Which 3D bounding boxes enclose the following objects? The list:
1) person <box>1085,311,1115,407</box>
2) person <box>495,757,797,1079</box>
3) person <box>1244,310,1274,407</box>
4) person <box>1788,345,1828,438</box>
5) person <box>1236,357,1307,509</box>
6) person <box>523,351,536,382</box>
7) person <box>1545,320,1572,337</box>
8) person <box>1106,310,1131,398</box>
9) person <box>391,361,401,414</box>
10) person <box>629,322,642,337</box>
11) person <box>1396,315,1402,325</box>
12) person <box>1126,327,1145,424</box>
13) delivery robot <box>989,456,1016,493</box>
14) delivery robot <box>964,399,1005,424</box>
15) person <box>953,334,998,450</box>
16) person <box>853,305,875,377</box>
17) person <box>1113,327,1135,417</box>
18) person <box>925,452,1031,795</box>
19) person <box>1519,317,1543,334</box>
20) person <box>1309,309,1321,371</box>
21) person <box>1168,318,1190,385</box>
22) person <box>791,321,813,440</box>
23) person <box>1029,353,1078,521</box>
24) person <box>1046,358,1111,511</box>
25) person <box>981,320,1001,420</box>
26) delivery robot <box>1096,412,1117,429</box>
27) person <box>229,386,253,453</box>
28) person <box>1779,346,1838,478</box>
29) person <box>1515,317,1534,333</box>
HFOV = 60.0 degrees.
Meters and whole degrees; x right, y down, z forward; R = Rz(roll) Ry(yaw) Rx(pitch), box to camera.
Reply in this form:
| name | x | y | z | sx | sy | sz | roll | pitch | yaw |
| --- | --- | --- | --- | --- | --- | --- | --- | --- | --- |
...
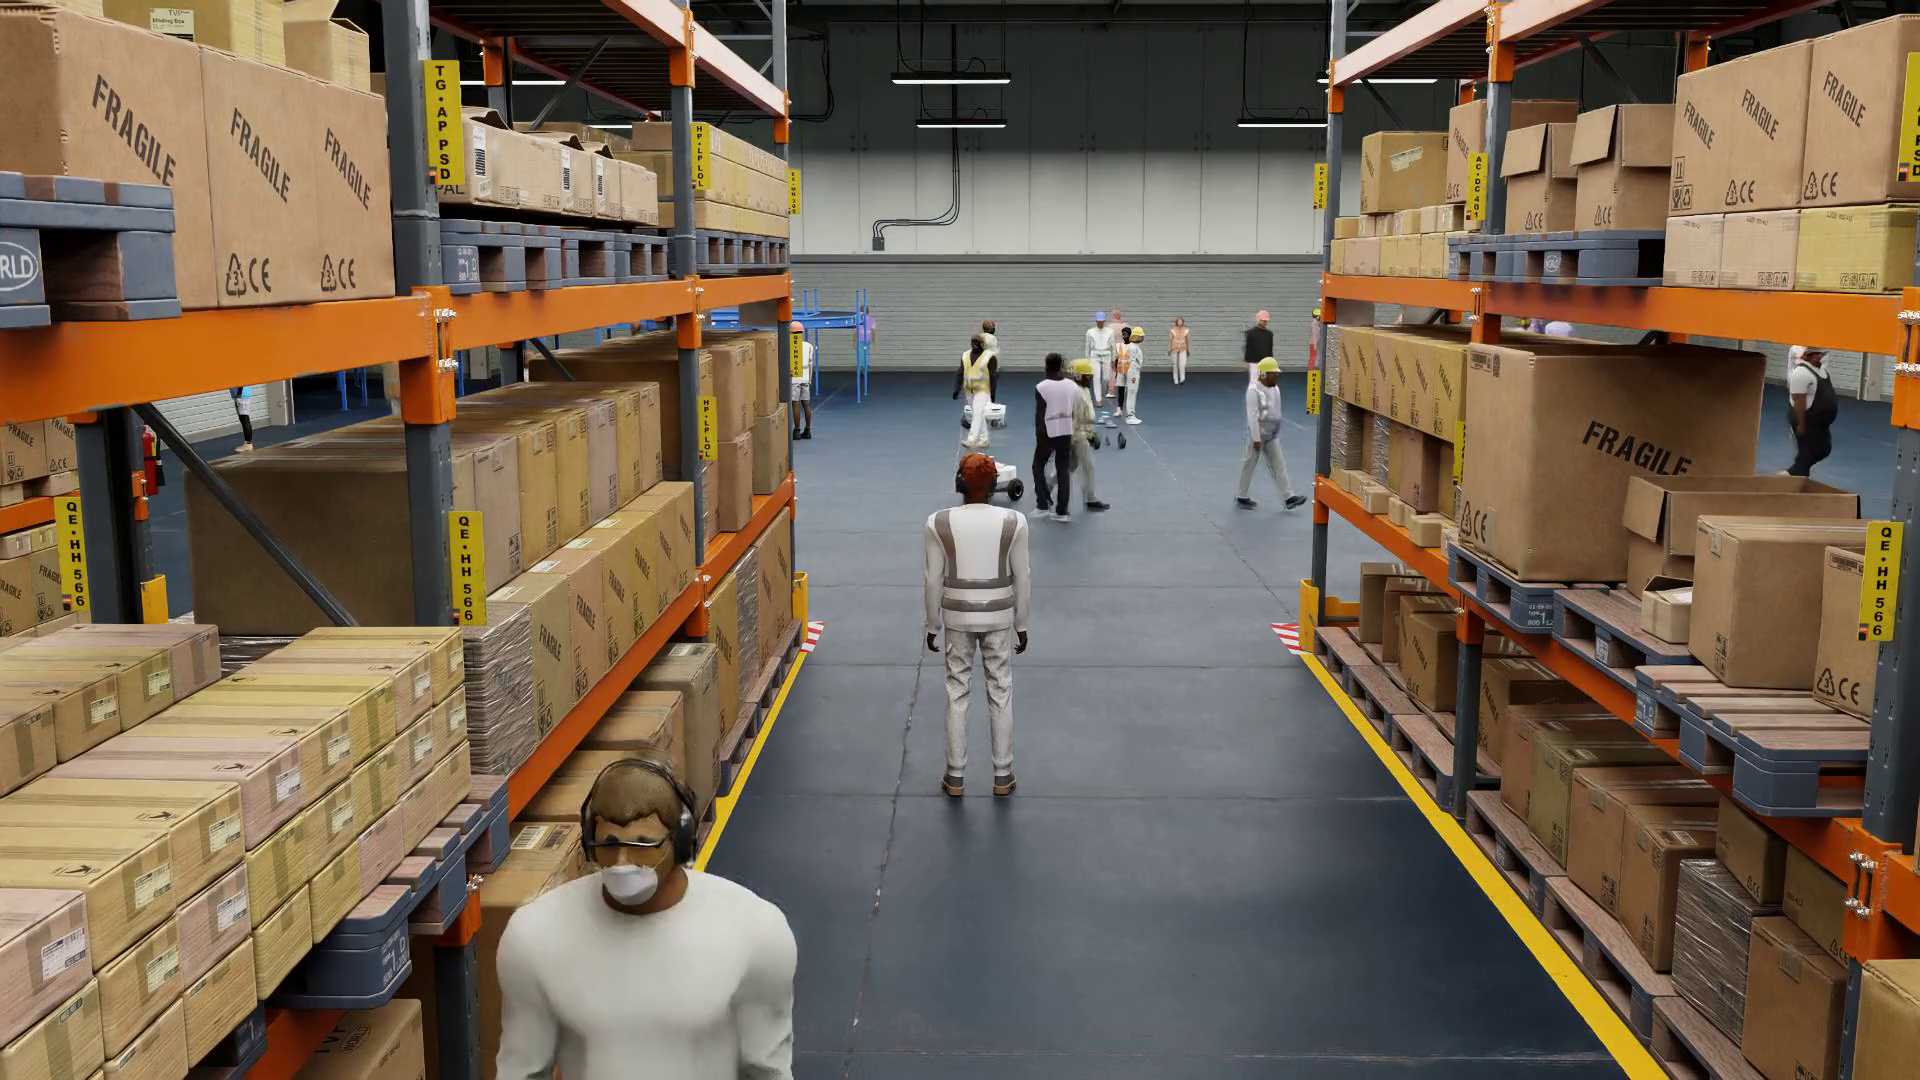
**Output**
| name | x | y | z | sx | sy | sz | roll | pitch | yaw |
| --- | --- | --- | --- | --- | --- | --- | --- | --- | --- |
| person | 2.833 | -3.672 | 33.683 | 0.621 | 1.926 | 0.661 | -1 | 9 | -3 |
| person | -0.663 | 1.361 | 3.616 | 0.638 | 1.910 | 0.890 | 0 | 9 | 1 |
| person | 5.819 | -3.492 | 32.440 | 0.633 | 1.976 | 0.541 | -3 | 10 | -18 |
| person | 14.000 | -2.590 | 27.464 | 0.428 | 1.840 | 0.631 | -7 | 12 | -34 |
| person | 3.632 | -1.239 | 19.507 | 0.928 | 1.785 | 0.621 | 9 | 13 | 44 |
| person | -6.467 | -2.060 | 25.053 | 0.884 | 1.581 | 0.517 | 7 | 12 | 34 |
| person | 12.884 | -4.049 | 36.054 | 0.669 | 1.887 | 0.517 | -2 | 10 | -14 |
| person | 3.379 | -3.989 | 35.706 | 0.652 | 1.892 | 0.518 | -5 | 11 | -27 |
| person | -8.082 | -2.142 | 24.577 | 0.902 | 1.900 | 0.575 | -9 | 13 | -43 |
| person | -5.904 | -3.098 | 30.529 | 0.398 | 1.830 | 0.552 | 6 | 11 | 31 |
| person | 7.984 | -3.129 | 30.301 | 0.630 | 1.976 | 0.754 | 6 | 11 | 33 |
| person | 3.183 | -2.980 | 30.083 | 0.323 | 1.743 | 0.489 | 3 | 10 | 15 |
| delivery robot | 0.375 | -0.780 | 20.304 | 0.477 | 0.478 | 0.707 | 7 | 12 | 37 |
| delivery robot | 0.439 | -2.262 | 29.186 | 0.707 | 0.478 | 0.477 | -6 | 11 | -32 |
| person | 0.233 | -2.315 | 25.956 | 0.639 | 1.794 | 0.952 | 7 | 12 | 35 |
| person | -2.434 | -5.067 | 42.318 | 0.587 | 1.831 | 0.624 | -4 | 10 | -22 |
| person | 3.130 | -3.142 | 31.192 | 0.535 | 1.697 | 0.321 | 6 | 11 | 32 |
| person | 0.096 | 0.456 | 9.086 | 0.577 | 1.883 | 0.353 | 0 | 9 | -1 |
| person | 14.946 | -5.382 | 43.582 | 0.614 | 2.040 | 0.395 | 3 | 10 | 15 |
| person | 8.789 | -4.821 | 41.072 | 0.342 | 1.762 | 0.536 | 2 | 10 | 13 |
| person | 5.207 | -4.485 | 39.530 | 0.536 | 1.585 | 0.854 | 1 | 10 | 5 |
| person | -2.677 | -2.627 | 27.396 | 0.363 | 1.934 | 0.553 | 9 | 13 | 42 |
| person | 1.034 | -1.176 | 18.862 | 0.582 | 1.887 | 0.647 | -5 | 11 | -29 |
| person | 1.327 | -1.258 | 19.634 | 0.874 | 1.794 | 0.577 | 2 | 10 | 13 |
| person | 0.543 | -3.148 | 30.794 | 0.429 | 1.846 | 0.625 | -6 | 11 | -33 |
| delivery robot | 2.303 | -1.906 | 26.276 | 0.335 | 0.223 | 0.698 | -2 | 10 | -11 |
| person | -11.016 | -2.185 | 25.464 | 0.315 | 1.695 | 0.541 | -3 | 10 | -17 |
| person | 10.408 | -1.479 | 20.331 | 0.696 | 2.000 | 0.560 | -9 | 13 | -43 |
| person | 11.924 | -3.873 | 35.247 | 0.561 | 1.807 | 0.990 | -4 | 10 | -24 |
